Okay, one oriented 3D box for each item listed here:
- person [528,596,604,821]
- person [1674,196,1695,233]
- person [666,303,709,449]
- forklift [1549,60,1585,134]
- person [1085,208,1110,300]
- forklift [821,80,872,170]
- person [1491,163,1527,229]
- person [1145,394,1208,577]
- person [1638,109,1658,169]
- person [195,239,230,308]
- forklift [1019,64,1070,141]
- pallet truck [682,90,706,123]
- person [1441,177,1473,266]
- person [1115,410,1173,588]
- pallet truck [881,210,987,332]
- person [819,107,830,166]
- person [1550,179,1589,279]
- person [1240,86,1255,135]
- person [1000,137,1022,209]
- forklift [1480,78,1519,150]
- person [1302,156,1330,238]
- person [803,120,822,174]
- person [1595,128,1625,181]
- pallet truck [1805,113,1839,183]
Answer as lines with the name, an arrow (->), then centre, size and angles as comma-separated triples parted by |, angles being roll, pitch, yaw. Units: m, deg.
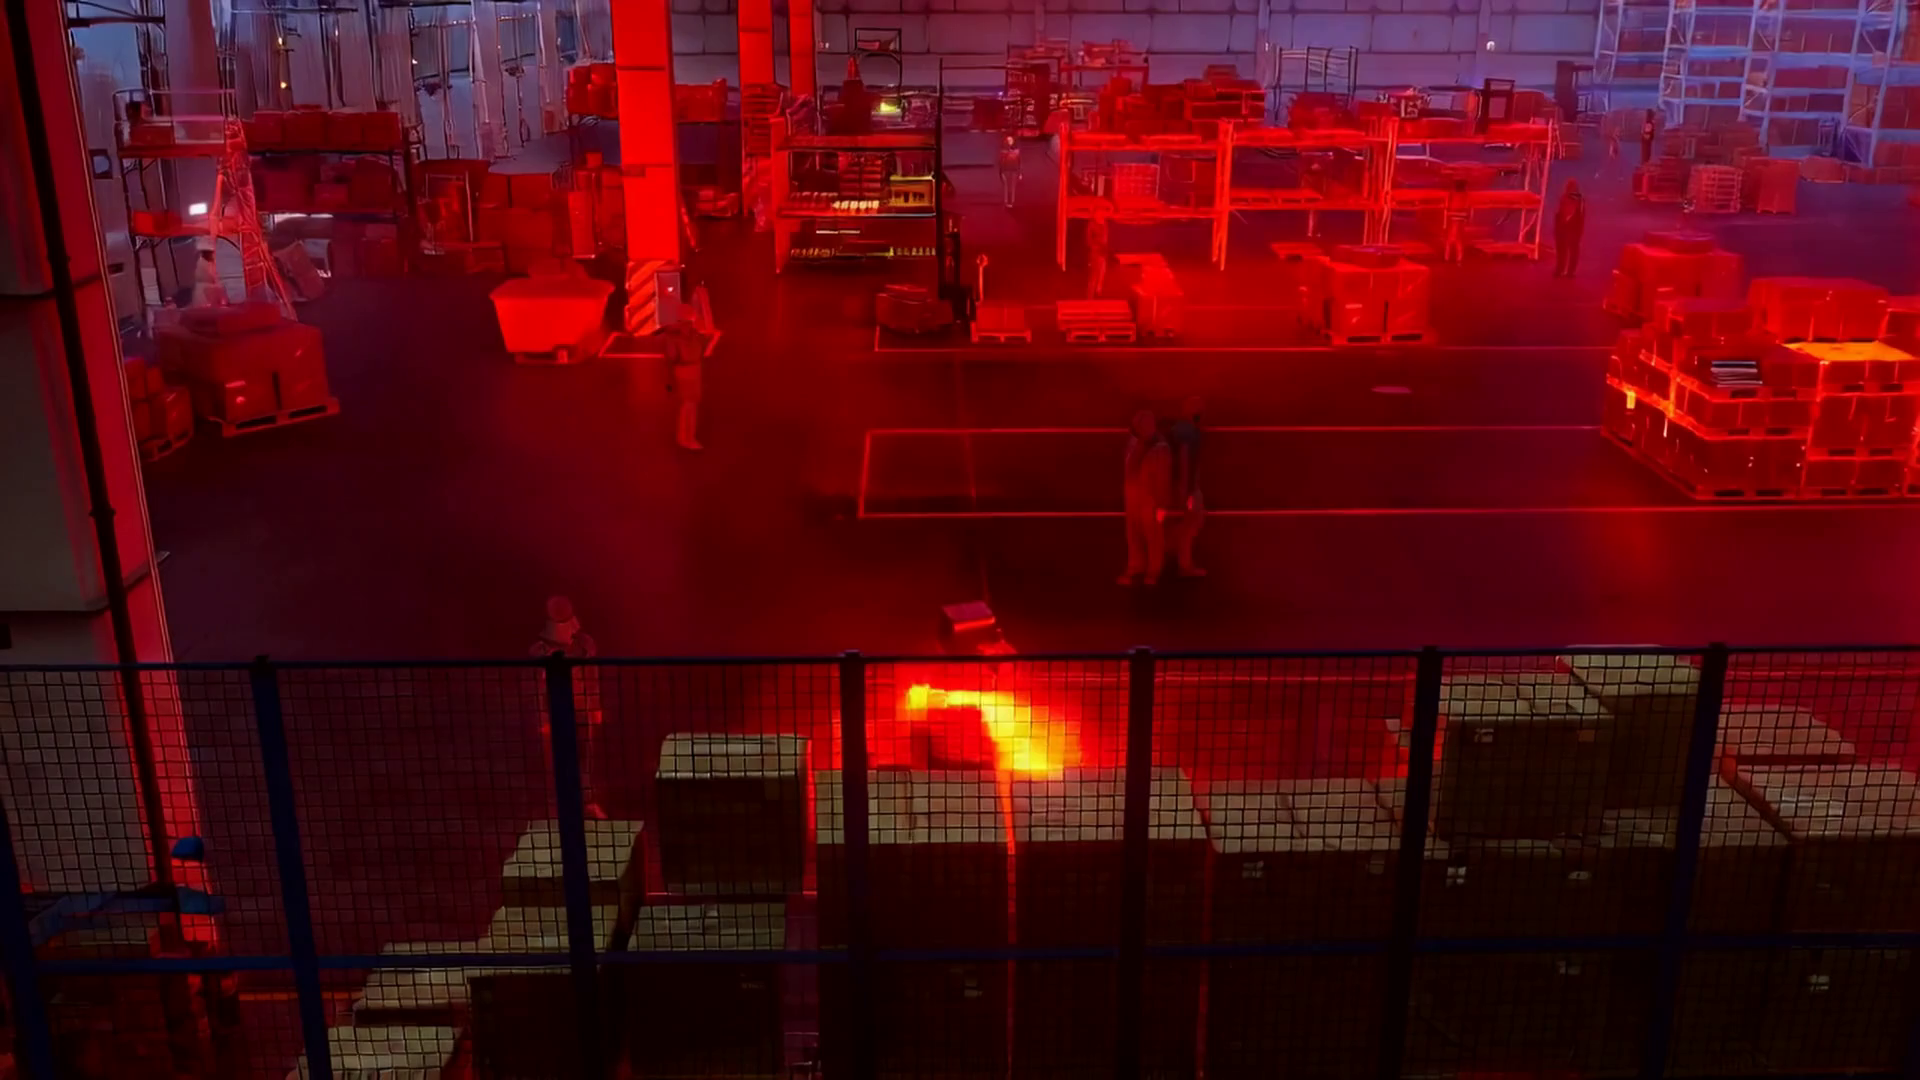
person -> -2.827, 1.227, 11.985 | 0.487, 1.744, 0.294 | -11, 21, -28
person -> 14.231, -5.870, 32.864 | 0.559, 1.856, 0.487 | -13, 23, -34
person -> -3.524, -2.125, 21.645 | 0.573, 1.923, 0.402 | -15, 24, -38
forklift -> 23.899, -17.641, 66.204 | 1.873, 2.768, 1.129 | 0, 19, -1
person -> 2.588, -5.297, 31.186 | 0.429, 1.842, 0.635 | 12, 22, 31
forklift -> -3.431, -13.266, 53.226 | 1.873, 2.768, 1.129 | 8, 20, 21
person -> 13.608, -8.438, 40.869 | 0.889, 1.587, 0.534 | -1, 19, -2
person -> 2.248, -0.531, 16.944 | 0.562, 1.909, 0.679 | -1, 19, -3
person -> 22.374, -13.014, 53.976 | 0.391, 1.912, 0.589 | -2, 19, -7
person -> -12.299, -3.982, 27.228 | 0.992, 1.886, 0.586 | -2, 19, -7
forklift -> 3.235, -16.572, 63.033 | 1.873, 2.768, 1.129 | -1, 19, -2
pallet truck -> -9.671, -15.907, 62.421 | 0.823, 1.965, 1.885 | 5, 19, 15
person -> 10.633, -6.816, 35.627 | 0.579, 1.884, 0.352 | 10, 21, 26
person -> 1.854, -0.422, 16.744 | 0.454, 1.828, 0.649 | -11, 22, -29
pallet truck -> -0.493, -4.759, 29.349 | 1.885, 1.965, 0.823 | -13, 23, -34
person -> -4.437, -13.189, 54.450 | 0.351, 1.936, 0.634 | -3, 19, -9
person -> 12.458, -6.392, 34.127 | 0.683, 2.000, 0.536 | -5, 19, -16
person -> 11.328, -16.802, 65.203 | 0.808, 1.908, 0.578 | -9, 21, -24
person -> 1.380, -9.849, 44.608 | 0.583, 1.901, 0.596 | -1, 19, -2
forklift -> 17.558, -13.677, 54.444 | 1.129, 2.768, 1.873 | -1, 19, -1
person -> 8.468, -8.155, 39.574 | 0.656, 1.898, 0.915 | 2, 19, 7
person -> -4.657, -12.382, 52.439 | 0.539, 1.681, 0.561 | -11, 21, -28
person -> 19.954, -11.797, 50.845 | 0.855, 1.604, 0.516 | 15, 24, 37
pallet truck -> 26.403, -11.957, 50.702 | 0.823, 1.965, 1.885 | 6, 19, 16
